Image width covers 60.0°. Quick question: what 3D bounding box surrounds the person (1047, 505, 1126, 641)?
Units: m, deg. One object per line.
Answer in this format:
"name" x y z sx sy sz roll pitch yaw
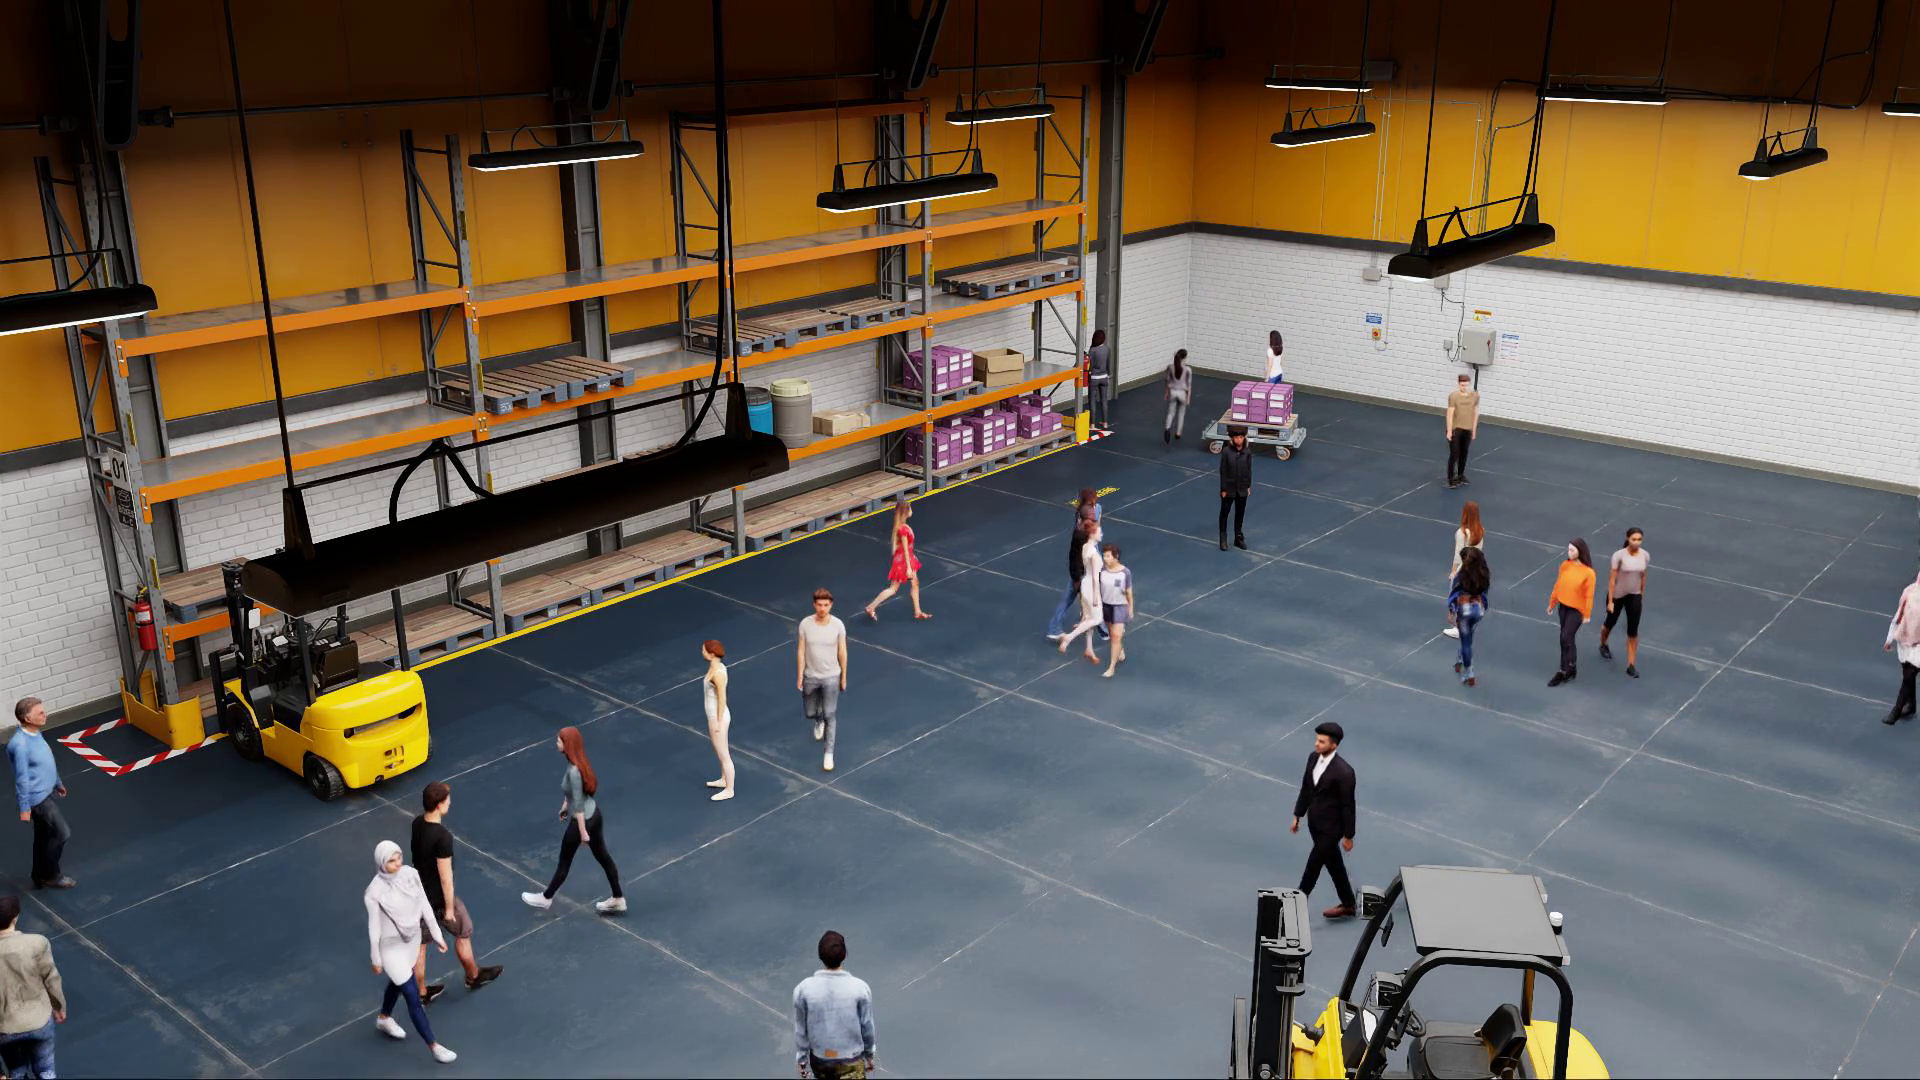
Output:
"person" 1.359 0.435 19.932 1.158 1.698 1.147 0 19 -1

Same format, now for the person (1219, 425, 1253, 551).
"person" 3.853 -0.760 23.350 0.728 1.781 0.797 -3 19 -9

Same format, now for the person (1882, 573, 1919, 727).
"person" 10.281 1.103 17.836 1.135 1.769 0.827 -12 22 -32

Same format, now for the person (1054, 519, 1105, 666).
"person" 1.417 0.627 19.229 0.891 1.784 0.821 -2 19 -7

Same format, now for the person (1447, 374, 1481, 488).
"person" 7.863 -1.747 26.209 0.881 1.828 0.936 -7 20 -19

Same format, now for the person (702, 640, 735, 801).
"person" -2.349 1.725 16.188 0.639 1.643 0.617 -5 19 -14

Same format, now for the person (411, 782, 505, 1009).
"person" -4.119 2.769 12.796 0.693 1.829 0.938 12 22 32

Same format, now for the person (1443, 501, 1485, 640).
"person" 6.152 0.356 20.144 0.624 1.713 0.743 -9 21 -25

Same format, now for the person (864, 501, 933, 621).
"person" -0.800 0.296 20.564 1.118 1.558 1.016 -3 19 -8

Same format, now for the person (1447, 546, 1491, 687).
"person" 5.793 0.873 18.793 0.883 1.596 0.933 -2 19 -6

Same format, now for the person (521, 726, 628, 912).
"person" -3.107 2.404 14.085 1.054 1.698 1.100 0 19 1

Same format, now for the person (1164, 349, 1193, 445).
"person" 3.707 -2.418 28.484 0.850 1.647 1.119 6 20 17

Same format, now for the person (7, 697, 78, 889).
"person" -8.118 2.230 14.451 0.820 1.795 0.797 -5 19 -15

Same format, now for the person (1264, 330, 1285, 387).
"person" 5.662 -2.932 29.953 0.665 1.684 0.480 17 25 41

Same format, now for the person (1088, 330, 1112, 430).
"person" 2.472 -2.876 29.653 0.593 1.768 0.729 -9 21 -24

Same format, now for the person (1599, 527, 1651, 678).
"person" 7.648 0.664 19.259 1.083 1.693 1.220 0 19 1

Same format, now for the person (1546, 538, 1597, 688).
"person" 6.993 0.793 18.819 0.885 1.730 0.791 -8 20 -24

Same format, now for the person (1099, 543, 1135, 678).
"person" 1.803 0.755 19.250 0.719 1.527 1.061 8 20 22

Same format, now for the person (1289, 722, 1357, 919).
"person" 3.157 2.385 13.933 1.287 1.832 1.098 -7 20 -19

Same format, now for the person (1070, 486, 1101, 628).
"person" 1.545 0.183 20.518 0.766 1.802 0.560 15 24 38

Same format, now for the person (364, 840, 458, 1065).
"person" -4.177 2.996 12.278 0.807 1.730 1.114 11 22 30

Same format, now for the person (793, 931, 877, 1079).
"person" -0.806 3.438 10.890 1.108 1.778 1.264 2 19 5

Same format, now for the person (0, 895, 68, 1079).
"person" -6.312 3.295 11.209 1.124 1.845 1.055 -10 21 -27

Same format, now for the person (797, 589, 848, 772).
"person" -1.401 1.358 16.909 1.019 1.878 1.134 1 19 3
